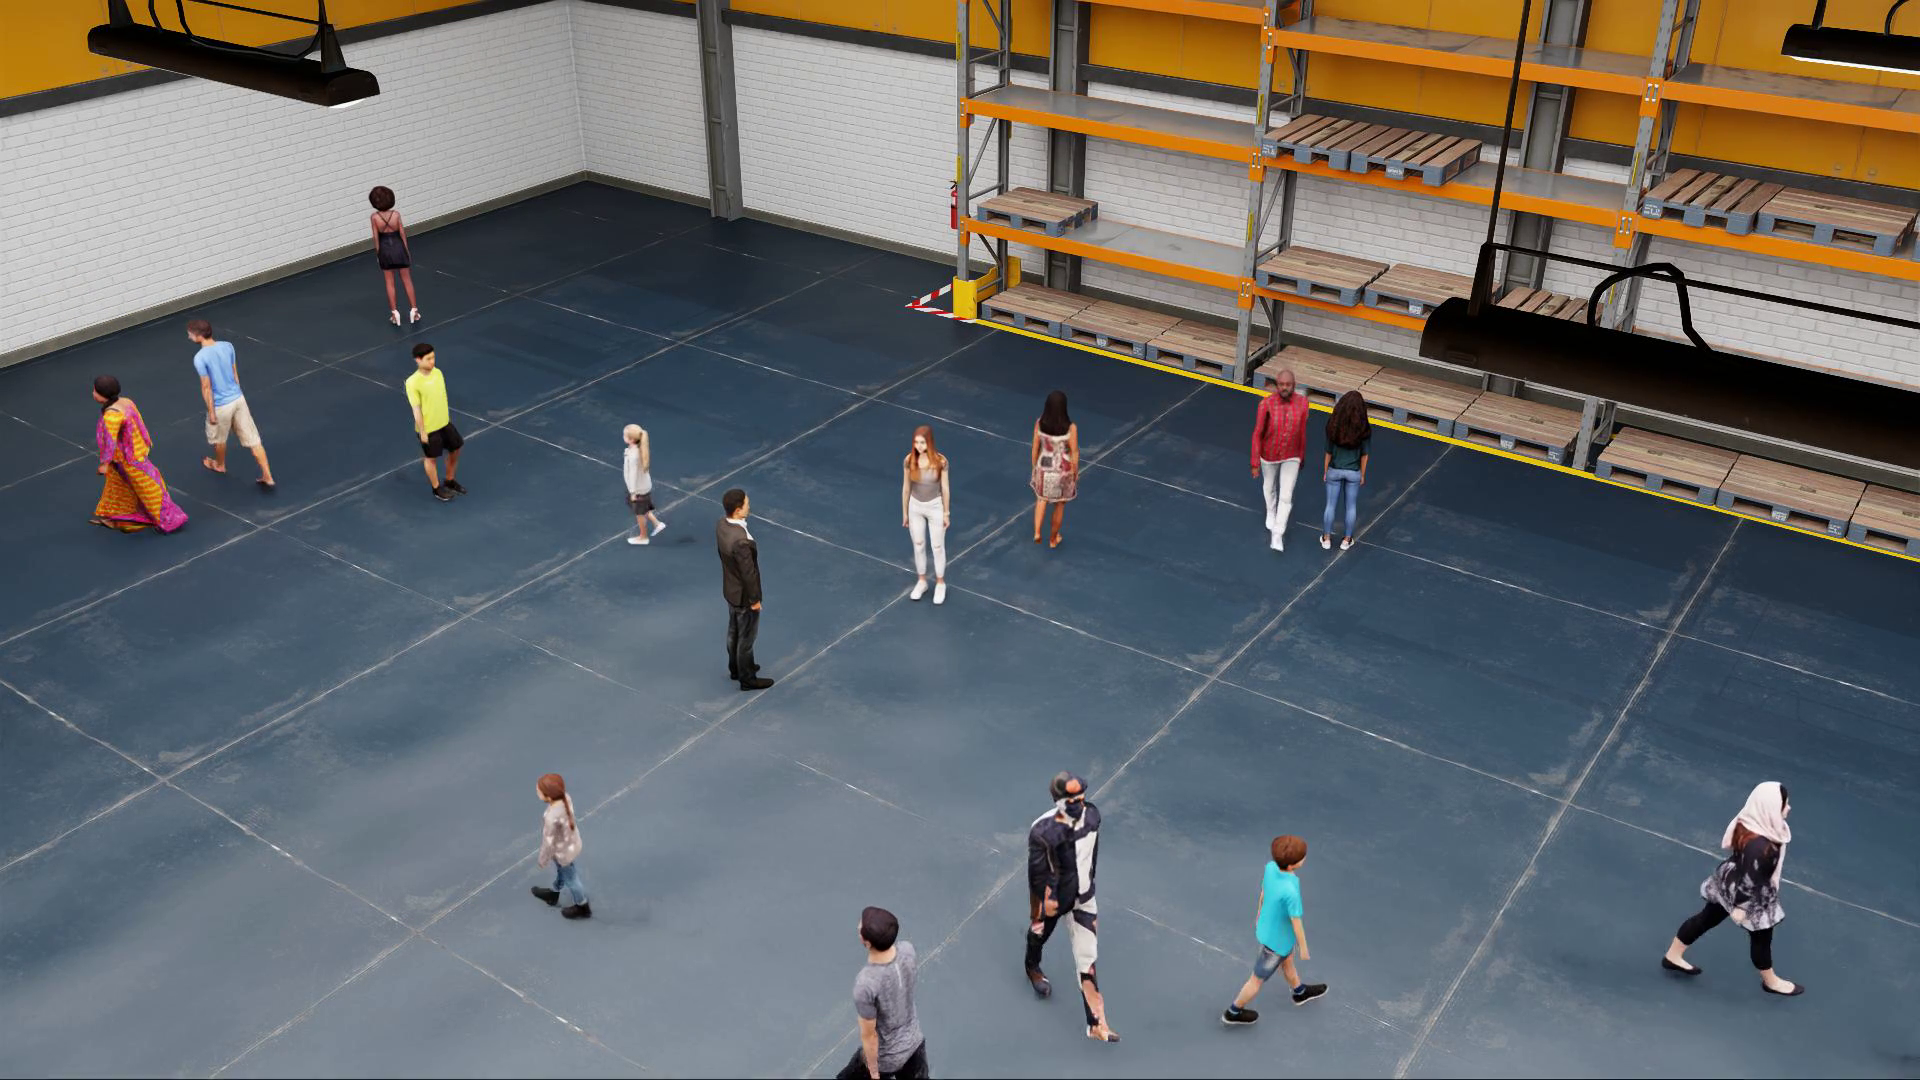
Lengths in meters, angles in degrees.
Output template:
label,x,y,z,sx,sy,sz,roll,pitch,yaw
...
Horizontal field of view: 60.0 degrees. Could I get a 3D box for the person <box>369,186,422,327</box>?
label,x,y,z,sx,sy,sz,roll,pitch,yaw
person,-7.164,-3.591,21.009,0.661,1.788,0.697,-10,30,-18

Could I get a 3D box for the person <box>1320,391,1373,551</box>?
label,x,y,z,sx,sy,sz,roll,pitch,yaw
person,3.656,-0.662,15.817,0.646,1.617,0.746,7,29,12

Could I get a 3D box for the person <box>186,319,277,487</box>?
label,x,y,z,sx,sy,sz,roll,pitch,yaw
person,-7.368,-1.342,16.868,1.272,1.804,0.749,17,33,28

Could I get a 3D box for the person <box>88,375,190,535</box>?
label,x,y,z,sx,sy,sz,roll,pitch,yaw
person,-7.974,-0.824,16.059,1.172,1.670,1.171,-8,30,-14

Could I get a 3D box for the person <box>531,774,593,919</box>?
label,x,y,z,sx,sy,sz,roll,pitch,yaw
person,-2.637,2.082,11.244,0.775,1.180,0.659,6,29,10

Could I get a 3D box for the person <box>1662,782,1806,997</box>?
label,x,y,z,sx,sy,sz,roll,pitch,yaw
person,4.899,2.208,10.589,1.162,1.585,0.858,9,30,15

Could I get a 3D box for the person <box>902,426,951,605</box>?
label,x,y,z,sx,sy,sz,roll,pitch,yaw
person,-0.291,-0.254,14.967,0.593,1.716,0.721,6,29,10

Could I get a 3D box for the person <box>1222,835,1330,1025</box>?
label,x,y,z,sx,sy,sz,roll,pitch,yaw
person,1.905,2.448,10.329,0.992,1.413,0.950,-6,29,-10

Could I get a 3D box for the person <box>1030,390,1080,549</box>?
label,x,y,z,sx,sy,sz,roll,pitch,yaw
person,0.873,-0.620,15.722,0.745,1.636,0.807,10,30,17

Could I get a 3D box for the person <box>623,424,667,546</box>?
label,x,y,z,sx,sy,sz,roll,pitch,yaw
person,-3.026,-0.531,15.939,0.708,1.271,0.643,2,29,4

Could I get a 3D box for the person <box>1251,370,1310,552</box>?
label,x,y,z,sx,sy,sz,roll,pitch,yaw
person,3.066,-0.842,15.989,1.262,1.768,1.107,4,29,7

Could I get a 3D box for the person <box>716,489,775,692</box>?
label,x,y,z,sx,sy,sz,roll,pitch,yaw
person,-1.808,0.400,13.680,0.807,1.800,0.642,-16,32,-26

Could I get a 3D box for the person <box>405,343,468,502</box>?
label,x,y,z,sx,sy,sz,roll,pitch,yaw
person,-5.359,-1.197,16.715,0.641,1.697,0.679,14,32,24

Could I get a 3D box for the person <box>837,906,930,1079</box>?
label,x,y,z,sx,sy,sz,roll,pitch,yaw
person,-0.301,2.843,9.176,1.246,1.824,0.778,24,37,37

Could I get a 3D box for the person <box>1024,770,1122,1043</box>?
label,x,y,z,sx,sy,sz,roll,pitch,yaw
person,0.591,2.186,10.363,1.078,1.841,1.315,-14,32,-24
